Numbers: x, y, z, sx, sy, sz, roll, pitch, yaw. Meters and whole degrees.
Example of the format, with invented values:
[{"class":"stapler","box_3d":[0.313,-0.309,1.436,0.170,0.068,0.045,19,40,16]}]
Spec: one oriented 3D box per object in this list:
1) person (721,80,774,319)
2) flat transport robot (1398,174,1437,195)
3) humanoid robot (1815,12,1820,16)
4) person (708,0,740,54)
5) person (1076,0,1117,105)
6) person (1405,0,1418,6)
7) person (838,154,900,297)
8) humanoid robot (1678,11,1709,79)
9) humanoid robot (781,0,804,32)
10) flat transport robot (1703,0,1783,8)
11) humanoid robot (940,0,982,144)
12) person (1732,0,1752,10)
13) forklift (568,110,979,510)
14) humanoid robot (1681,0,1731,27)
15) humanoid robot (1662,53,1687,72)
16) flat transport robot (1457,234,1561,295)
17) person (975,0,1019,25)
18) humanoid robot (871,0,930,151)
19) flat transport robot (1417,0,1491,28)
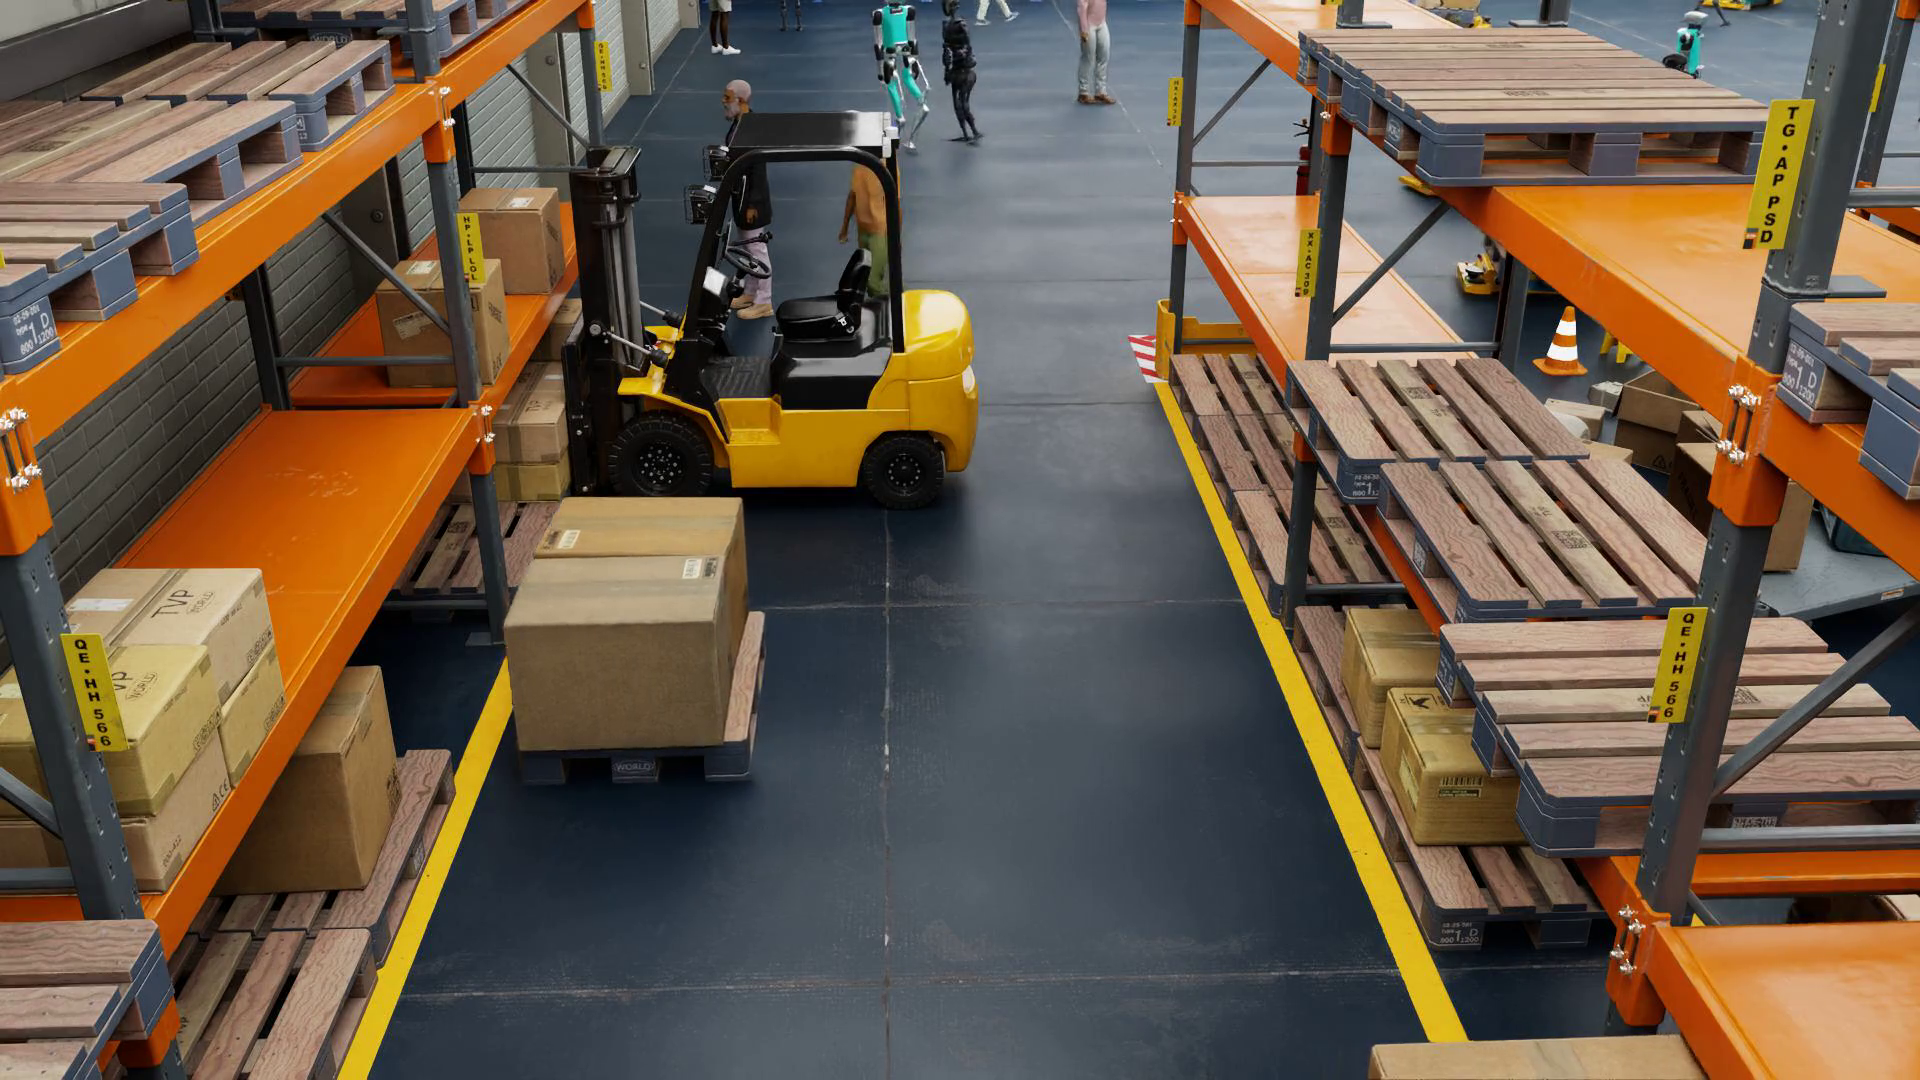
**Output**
[{"class":"person","box_3d":[-1.674,-2.686,13.133,0.402,1.854,0.546,-9,27,-17]},{"class":"flat transport robot","box_3d":[5.358,-3.769,17.286,1.431,0.231,0.659,-5,26,-11]},{"class":"humanoid robot","box_3d":[14.839,-9.763,28.285,0.530,1.802,0.743,-10,27,-19]},{"class":"person","box_3d":[-3.599,-8.241,24.858,0.399,1.894,0.537,-21,33,-37]},{"class":"person","box_3d":[1.744,-6.532,21.198,0.529,1.920,0.662,19,31,35]},{"class":"person","box_3d":[6.867,-8.477,25.425,0.563,1.837,0.382,-22,33,-39]},{"class":"person","box_3d":[-0.688,-2.283,12.462,0.423,1.706,0.502,-21,33,-38]},{"class":"humanoid robot","box_3d":[7.640,-4.513,17.088,0.702,1.745,0.530,13,28,25]},{"class":"humanoid robot","box_3d":[-2.786,-9.120,26.951,0.599,1.657,0.315,-1,25,-2]},{"class":"flat transport robot","box_3d":[14.118,-9.748,29.947,1.431,0.231,0.659,-16,30,-30]},{"class":"humanoid robot","box_3d":[0.000,-5.398,19.083,0.411,1.632,0.614,-16,30,-31]},{"class":"person","box_3d":[13.933,-10.334,29.261,0.379,1.917,0.490,3,25,7]},{"class":"forklift","box_3d":[-1.043,-1.379,9.976,2.313,2.155,1.214,-1,25,-2]},{"class":"humanoid robot","box_3d":[12.471,-9.335,27.495,0.794,1.630,0.608,15,29,29]},{"class":"humanoid robot","box_3d":[6.502,-3.674,15.425,0.319,1.648,0.610,20,32,36]},{"class":"flat transport robot","box_3d":[4.958,-2.216,13.997,1.431,0.231,0.659,4,26,9]},{"class":"person","box_3d":[0.625,-9.486,27.706,0.949,1.694,0.576,-15,29,-29]},{"class":"humanoid robot","box_3d":[-0.606,-5.148,18.558,0.557,1.837,0.748,-14,29,-28]},{"class":"flat transport robot","box_3d":[7.928,-8.459,27.217,1.431,0.231,0.659,8,26,17]}]
